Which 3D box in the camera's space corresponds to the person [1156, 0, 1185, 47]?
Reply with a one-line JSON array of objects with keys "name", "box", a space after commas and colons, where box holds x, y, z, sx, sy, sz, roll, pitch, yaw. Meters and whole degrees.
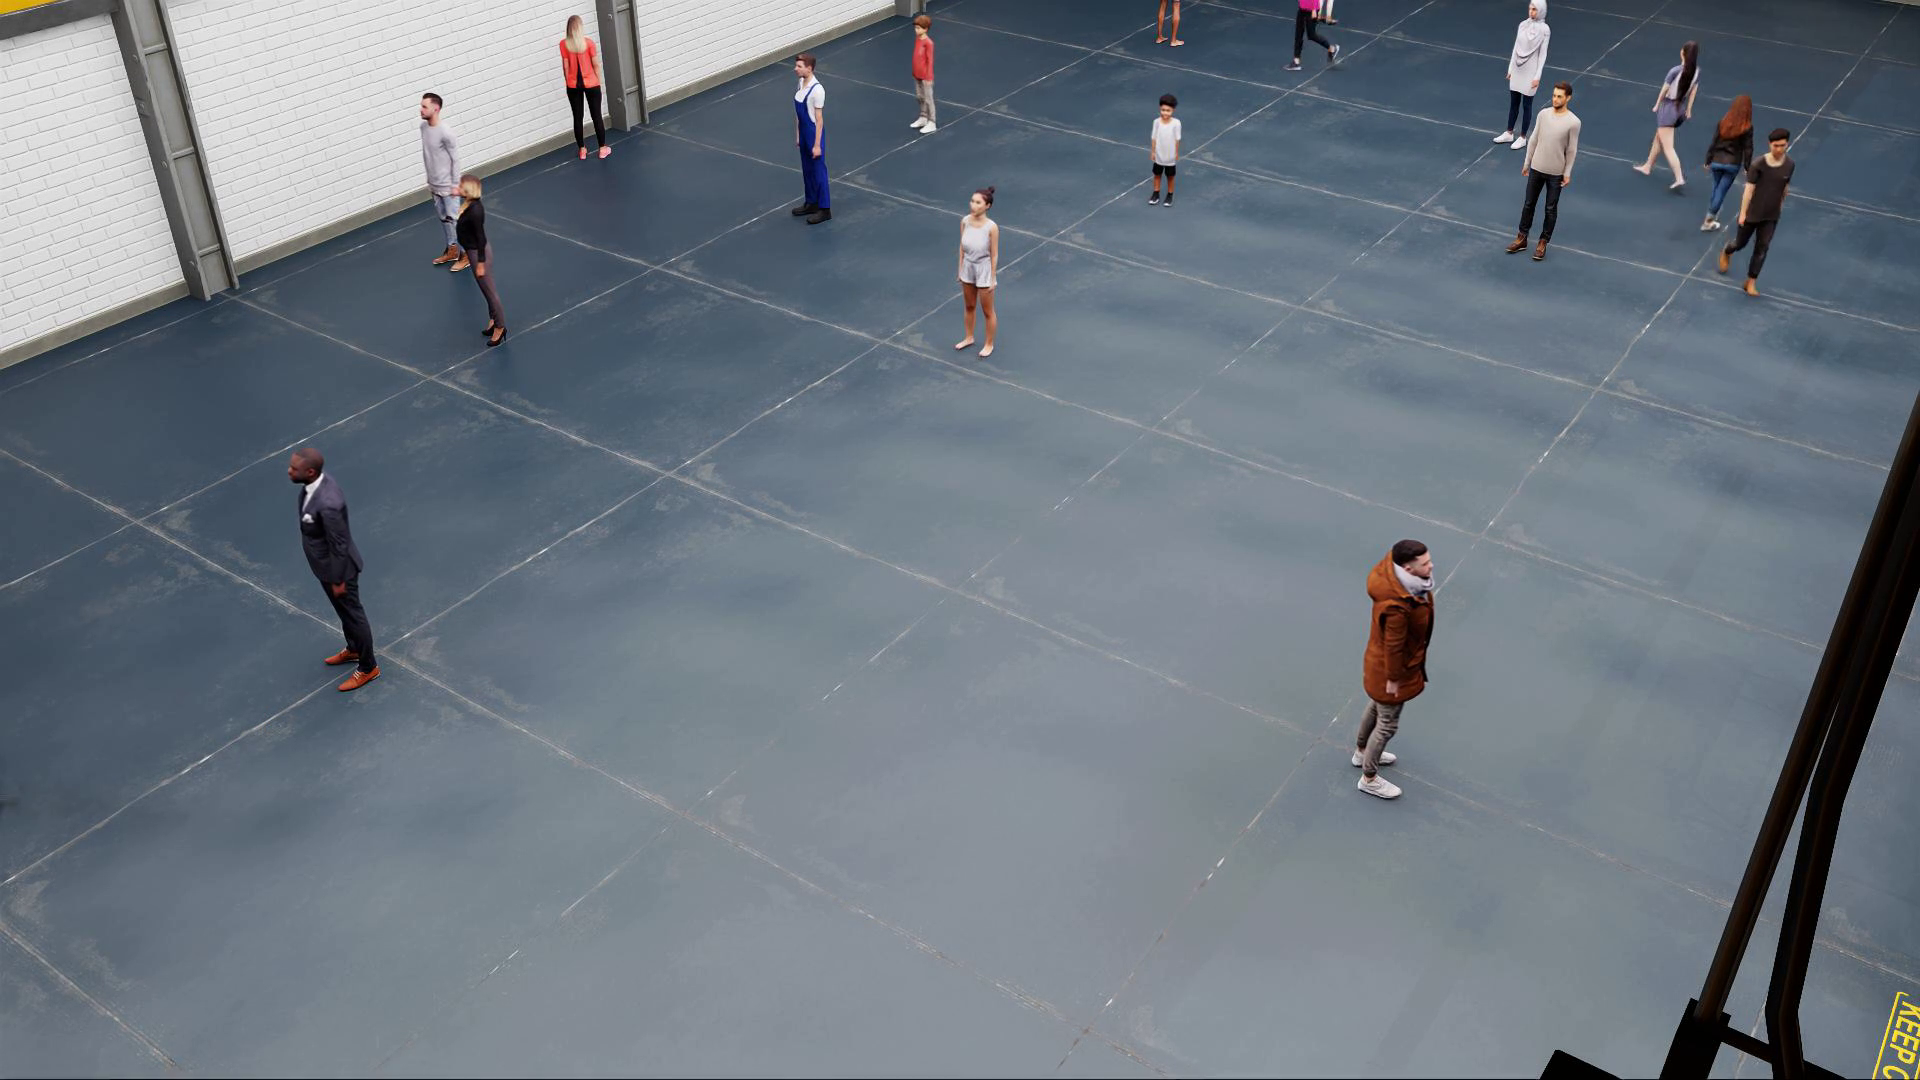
[{"name": "person", "box": [2.985, -7.871, 23.451, 0.652, 1.735, 0.566, 27, 42, 34]}]

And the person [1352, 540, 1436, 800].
[{"name": "person", "box": [2.685, 0.771, 10.356, 0.902, 1.838, 0.811, 4, 34, 6]}]

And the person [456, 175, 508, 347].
[{"name": "person", "box": [-4.494, -2.639, 15.637, 0.708, 1.672, 0.681, -11, 35, -16]}]

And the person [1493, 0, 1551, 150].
[{"name": "person", "box": [6.818, -5.616, 20.023, 0.666, 1.775, 0.687, -20, 39, -27]}]

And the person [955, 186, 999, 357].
[{"name": "person", "box": [0.179, -2.506, 15.501, 0.548, 1.600, 0.552, 21, 39, 28]}]

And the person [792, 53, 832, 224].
[{"name": "person", "box": [-1.614, -4.399, 18.122, 0.685, 1.851, 0.699, -21, 39, -28]}]

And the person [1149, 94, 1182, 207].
[{"name": "person", "box": [2.307, -4.375, 18.622, 0.533, 1.257, 0.556, 10, 35, 15]}]

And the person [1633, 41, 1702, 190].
[{"name": "person", "box": [8.173, -4.806, 18.950, 1.054, 1.612, 0.976, -15, 37, -22]}]

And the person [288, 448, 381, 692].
[{"name": "person", "box": [-4.245, 0.162, 11.285, 0.764, 1.824, 0.780, -18, 38, -25]}]

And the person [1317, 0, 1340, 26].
[{"name": "person", "box": [5.428, -8.254, 24.408, 0.610, 1.312, 0.596, -22, 39, -29]}]

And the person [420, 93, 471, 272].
[{"name": "person", "box": [-5.304, -3.691, 17.067, 0.699, 1.840, 0.580, 25, 41, 32]}]

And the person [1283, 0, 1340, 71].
[{"name": "person", "box": [4.801, -7.179, 22.459, 1.035, 1.680, 0.961, -6, 34, -9]}]

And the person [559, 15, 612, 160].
[{"name": "person", "box": [-4.472, -5.376, 19.734, 0.678, 1.693, 0.705, 1, 34, 1]}]

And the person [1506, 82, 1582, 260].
[{"name": "person", "box": [6.115, -3.850, 17.283, 0.672, 1.866, 0.564, 25, 41, 32]}]

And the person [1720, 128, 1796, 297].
[{"name": "person", "box": [7.985, -3.333, 16.669, 0.935, 1.684, 1.086, 0, 34, 1]}]

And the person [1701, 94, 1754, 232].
[{"name": "person", "box": [8.237, -4.048, 17.950, 0.877, 1.457, 0.695, -27, 42, -34]}]

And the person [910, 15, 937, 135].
[{"name": "person", "box": [-0.437, -5.781, 20.594, 0.574, 1.416, 0.586, -21, 39, -28]}]
